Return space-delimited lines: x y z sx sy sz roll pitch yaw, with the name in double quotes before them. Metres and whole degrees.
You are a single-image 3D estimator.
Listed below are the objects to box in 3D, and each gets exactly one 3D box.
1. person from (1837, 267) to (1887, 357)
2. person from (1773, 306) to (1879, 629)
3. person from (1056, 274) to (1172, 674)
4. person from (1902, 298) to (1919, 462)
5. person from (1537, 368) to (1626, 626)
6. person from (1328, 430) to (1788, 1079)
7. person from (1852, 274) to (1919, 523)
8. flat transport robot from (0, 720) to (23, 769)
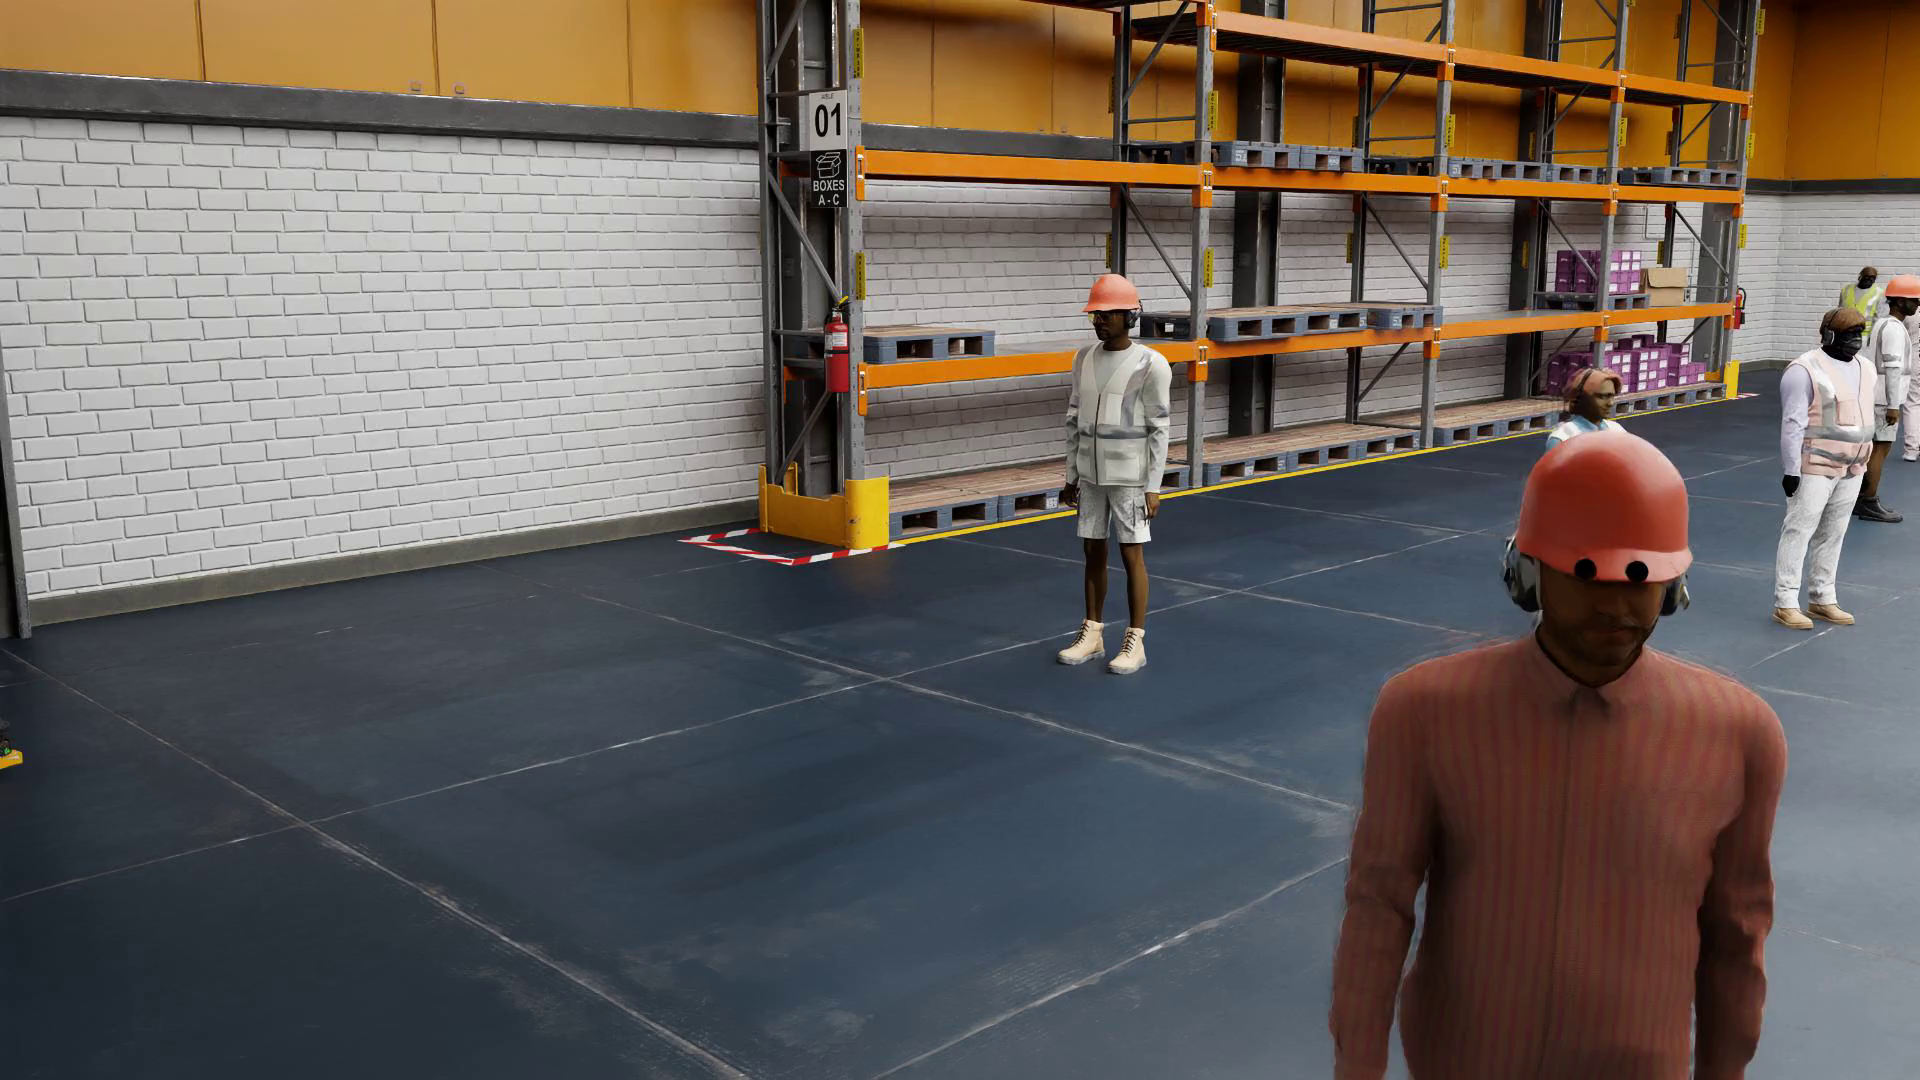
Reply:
"person" 12.299 -2.838 22.859 0.582 1.810 0.656 -10 14 -42
"person" 4.974 -0.410 9.524 0.634 1.841 0.429 -4 11 -20
"person" 0.779 -0.333 8.550 0.605 2.045 0.377 9 13 39
"person" 9.605 -1.725 16.583 0.647 1.889 0.583 4 11 19
"person" 2.962 0.011 7.804 0.550 1.619 0.559 -6 12 -28
"person" 0.847 0.838 2.391 0.625 1.967 0.815 3 11 15
"person" 7.325 -1.112 13.089 0.375 1.935 0.550 4 11 19
"flat transport robot" -4.688 0.833 7.029 1.431 0.197 0.652 6 12 31
